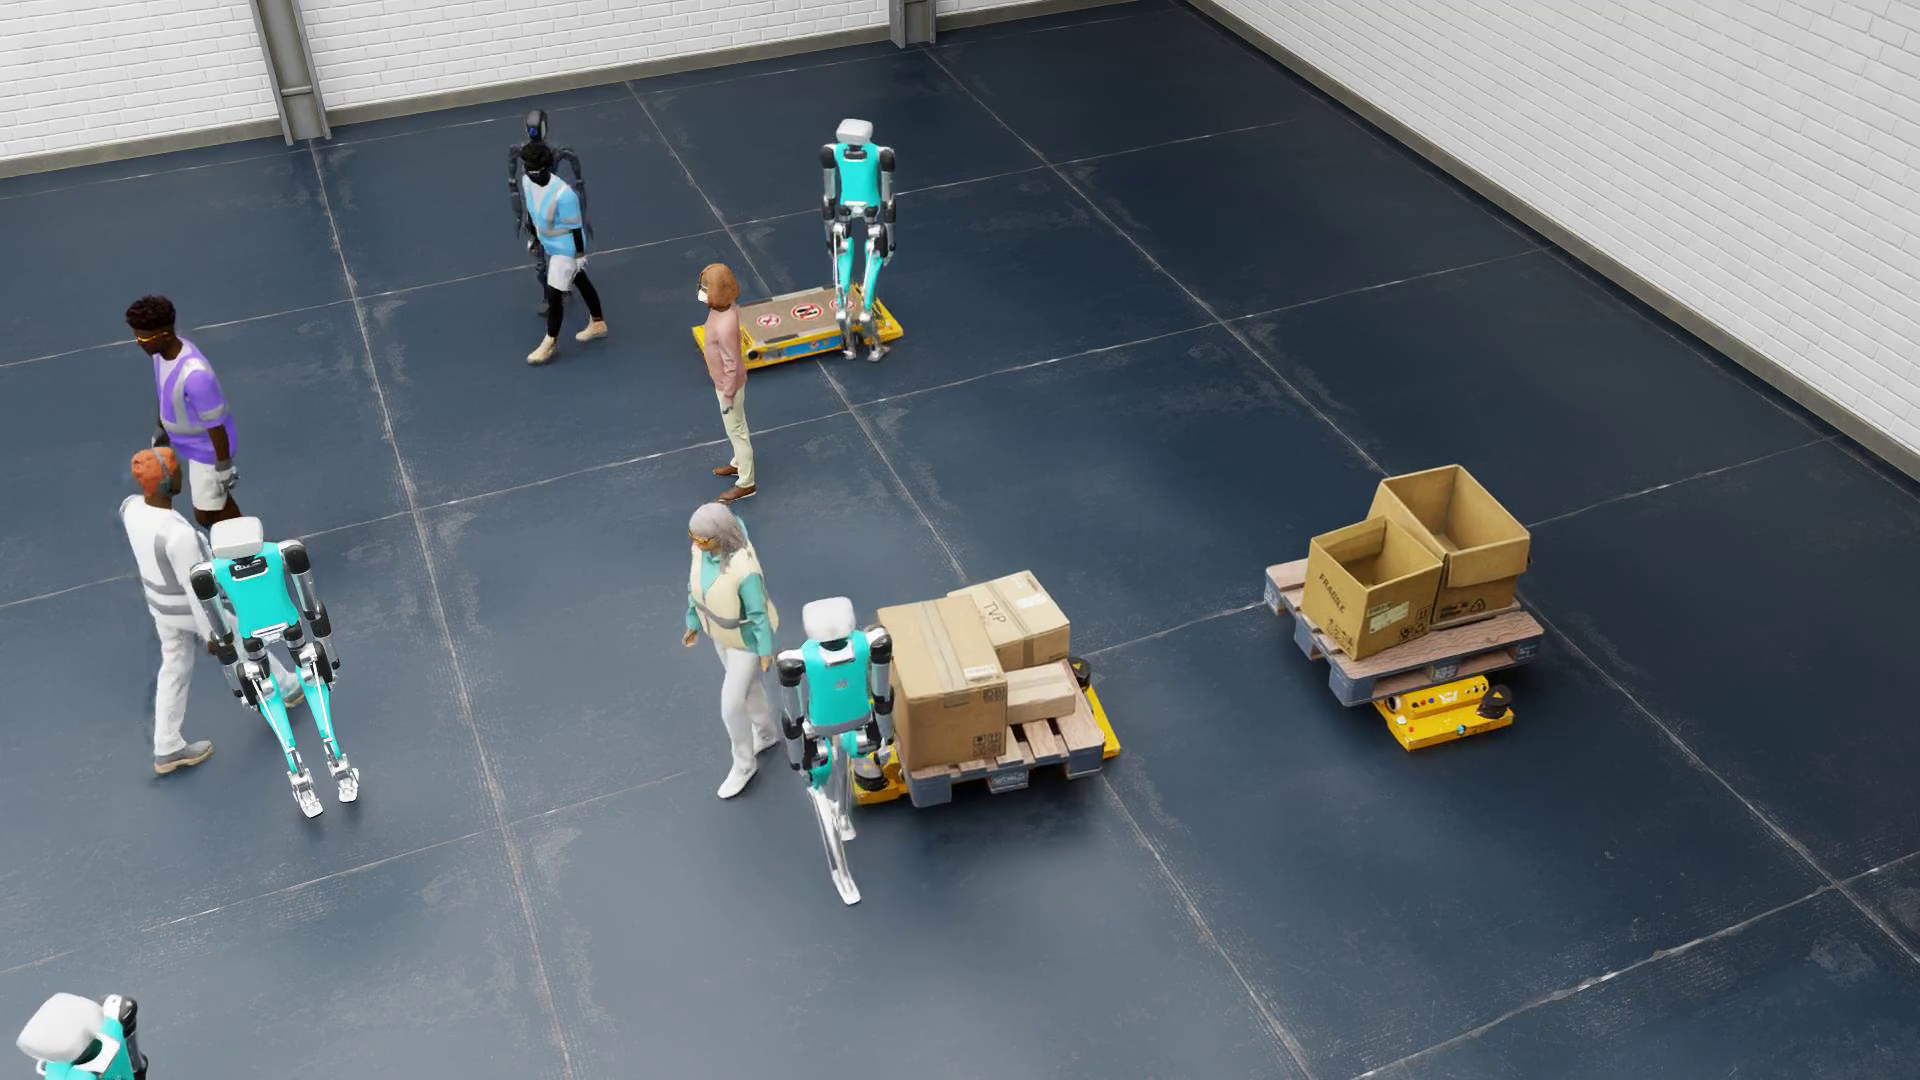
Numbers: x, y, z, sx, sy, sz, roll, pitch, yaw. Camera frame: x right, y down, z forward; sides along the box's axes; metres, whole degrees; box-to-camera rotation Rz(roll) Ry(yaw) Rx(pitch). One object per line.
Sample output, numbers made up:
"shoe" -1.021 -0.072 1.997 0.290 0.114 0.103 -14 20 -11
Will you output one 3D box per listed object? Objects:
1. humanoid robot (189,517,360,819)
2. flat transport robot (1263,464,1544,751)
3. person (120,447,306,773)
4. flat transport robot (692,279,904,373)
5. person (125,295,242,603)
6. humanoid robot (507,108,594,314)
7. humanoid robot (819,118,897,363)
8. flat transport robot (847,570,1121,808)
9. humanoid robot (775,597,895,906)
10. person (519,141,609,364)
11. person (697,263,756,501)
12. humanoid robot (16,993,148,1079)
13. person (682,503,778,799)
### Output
"humanoid robot" -3.240 0.719 8.024 0.533 1.677 0.735 -17 41 -20
"flat transport robot" 2.488 0.598 9.495 0.659 0.231 1.431 -12 39 -15
"person" -3.961 0.323 8.575 0.586 1.828 1.026 23 43 27
"flat transport robot" -1.202 -1.575 12.323 1.431 0.231 0.659 -15 40 -19
"person" -4.415 -0.538 9.589 0.479 1.956 0.623 -24 44 -28
"humanoid robot" -3.023 -2.445 12.311 0.584 1.643 0.428 -2 38 -2
"humanoid robot" -0.736 -2.016 11.669 0.530 1.759 0.711 5 38 7
"flat transport robot" 0.085 1.011 8.957 1.431 0.231 0.659 -9 38 -11
"humanoid robot" -0.628 0.867 7.967 0.533 1.780 0.875 -12 39 -15
"person" -2.909 -2.056 11.800 0.778 1.655 0.535 -24 44 -28
"person" -1.470 -0.998 10.447 0.275 1.635 0.506 -7 38 -9
"humanoid robot" -3.279 2.303 6.136 0.802 1.845 0.530 5 38 6
"person" -1.210 0.540 8.396 0.610 1.693 0.486 -29 46 -33
